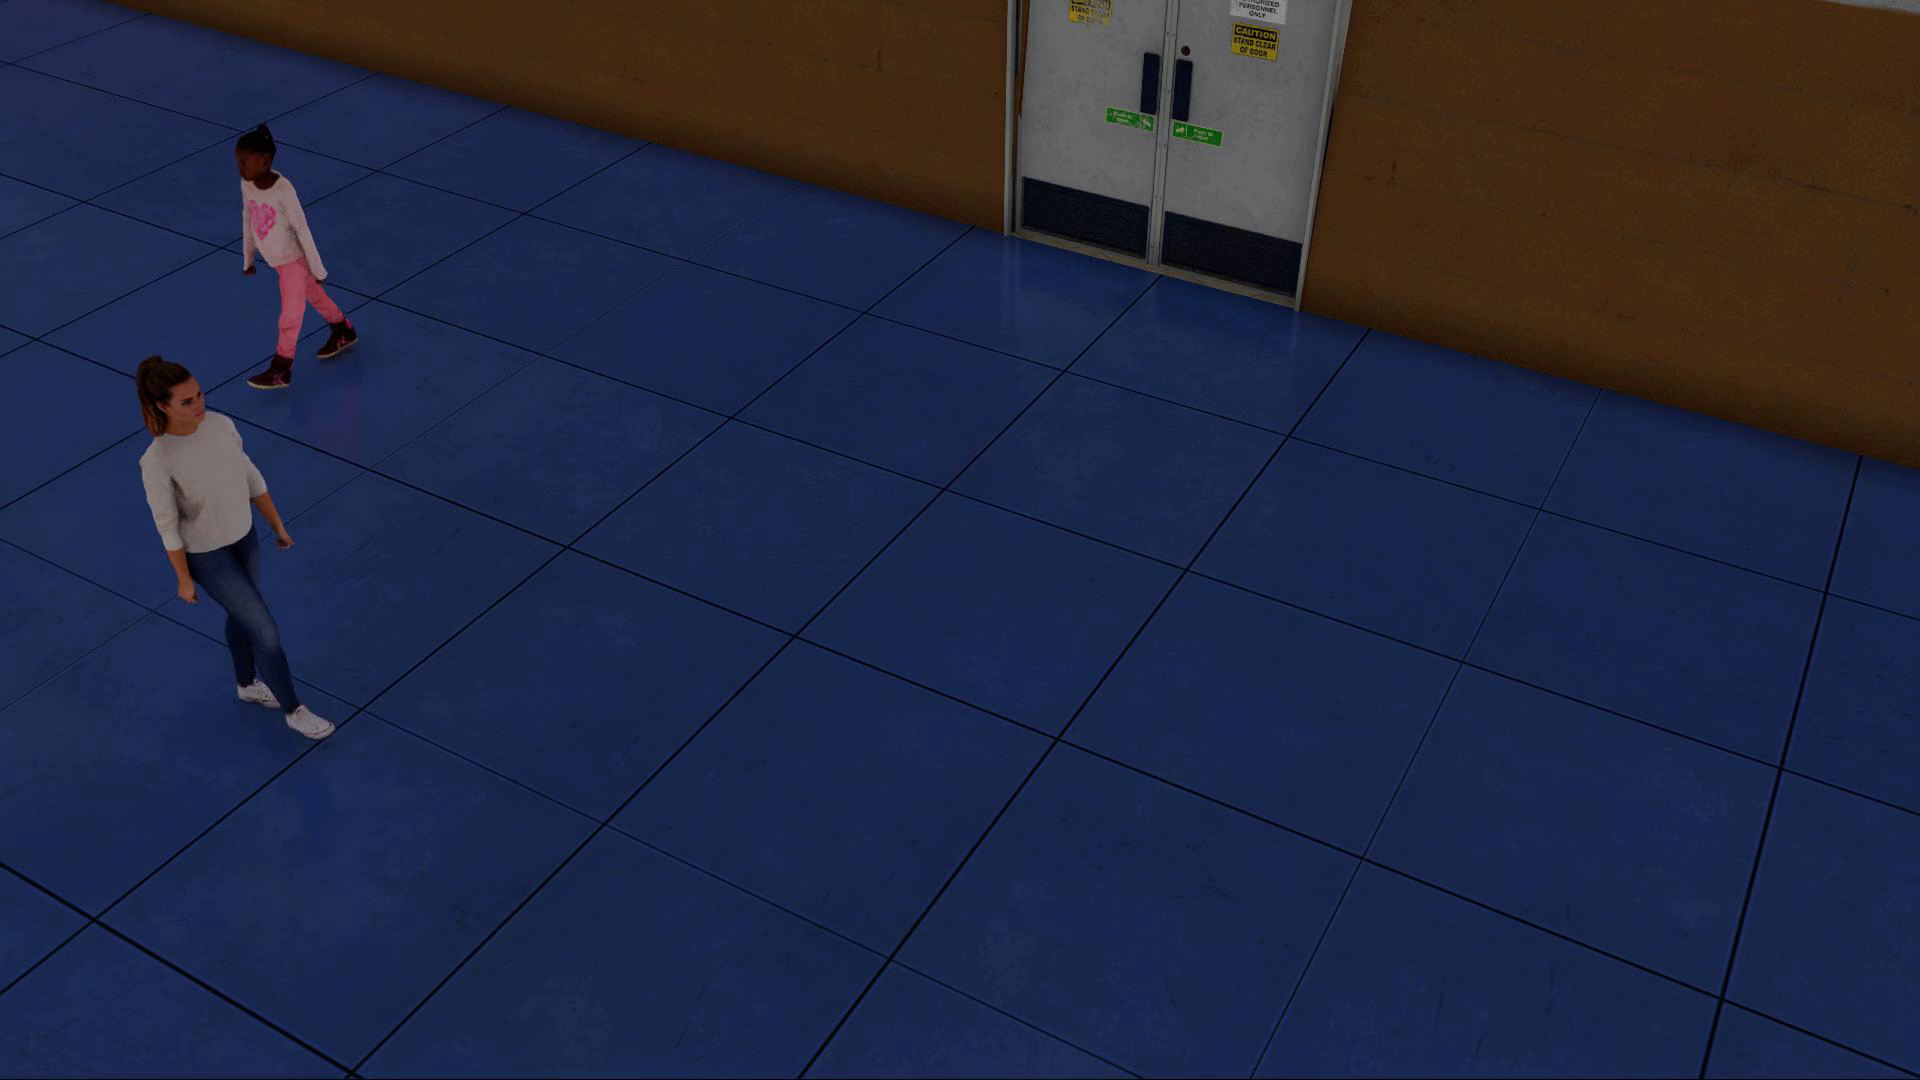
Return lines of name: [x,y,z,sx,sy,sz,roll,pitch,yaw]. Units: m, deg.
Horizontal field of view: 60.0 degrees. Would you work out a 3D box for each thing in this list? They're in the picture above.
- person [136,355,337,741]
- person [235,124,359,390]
person: [-3.011,0.027,6.635,0.782,1.706,0.804,11,38,14]
person: [-3.578,-1.561,8.997,0.622,1.410,0.995,23,43,28]
